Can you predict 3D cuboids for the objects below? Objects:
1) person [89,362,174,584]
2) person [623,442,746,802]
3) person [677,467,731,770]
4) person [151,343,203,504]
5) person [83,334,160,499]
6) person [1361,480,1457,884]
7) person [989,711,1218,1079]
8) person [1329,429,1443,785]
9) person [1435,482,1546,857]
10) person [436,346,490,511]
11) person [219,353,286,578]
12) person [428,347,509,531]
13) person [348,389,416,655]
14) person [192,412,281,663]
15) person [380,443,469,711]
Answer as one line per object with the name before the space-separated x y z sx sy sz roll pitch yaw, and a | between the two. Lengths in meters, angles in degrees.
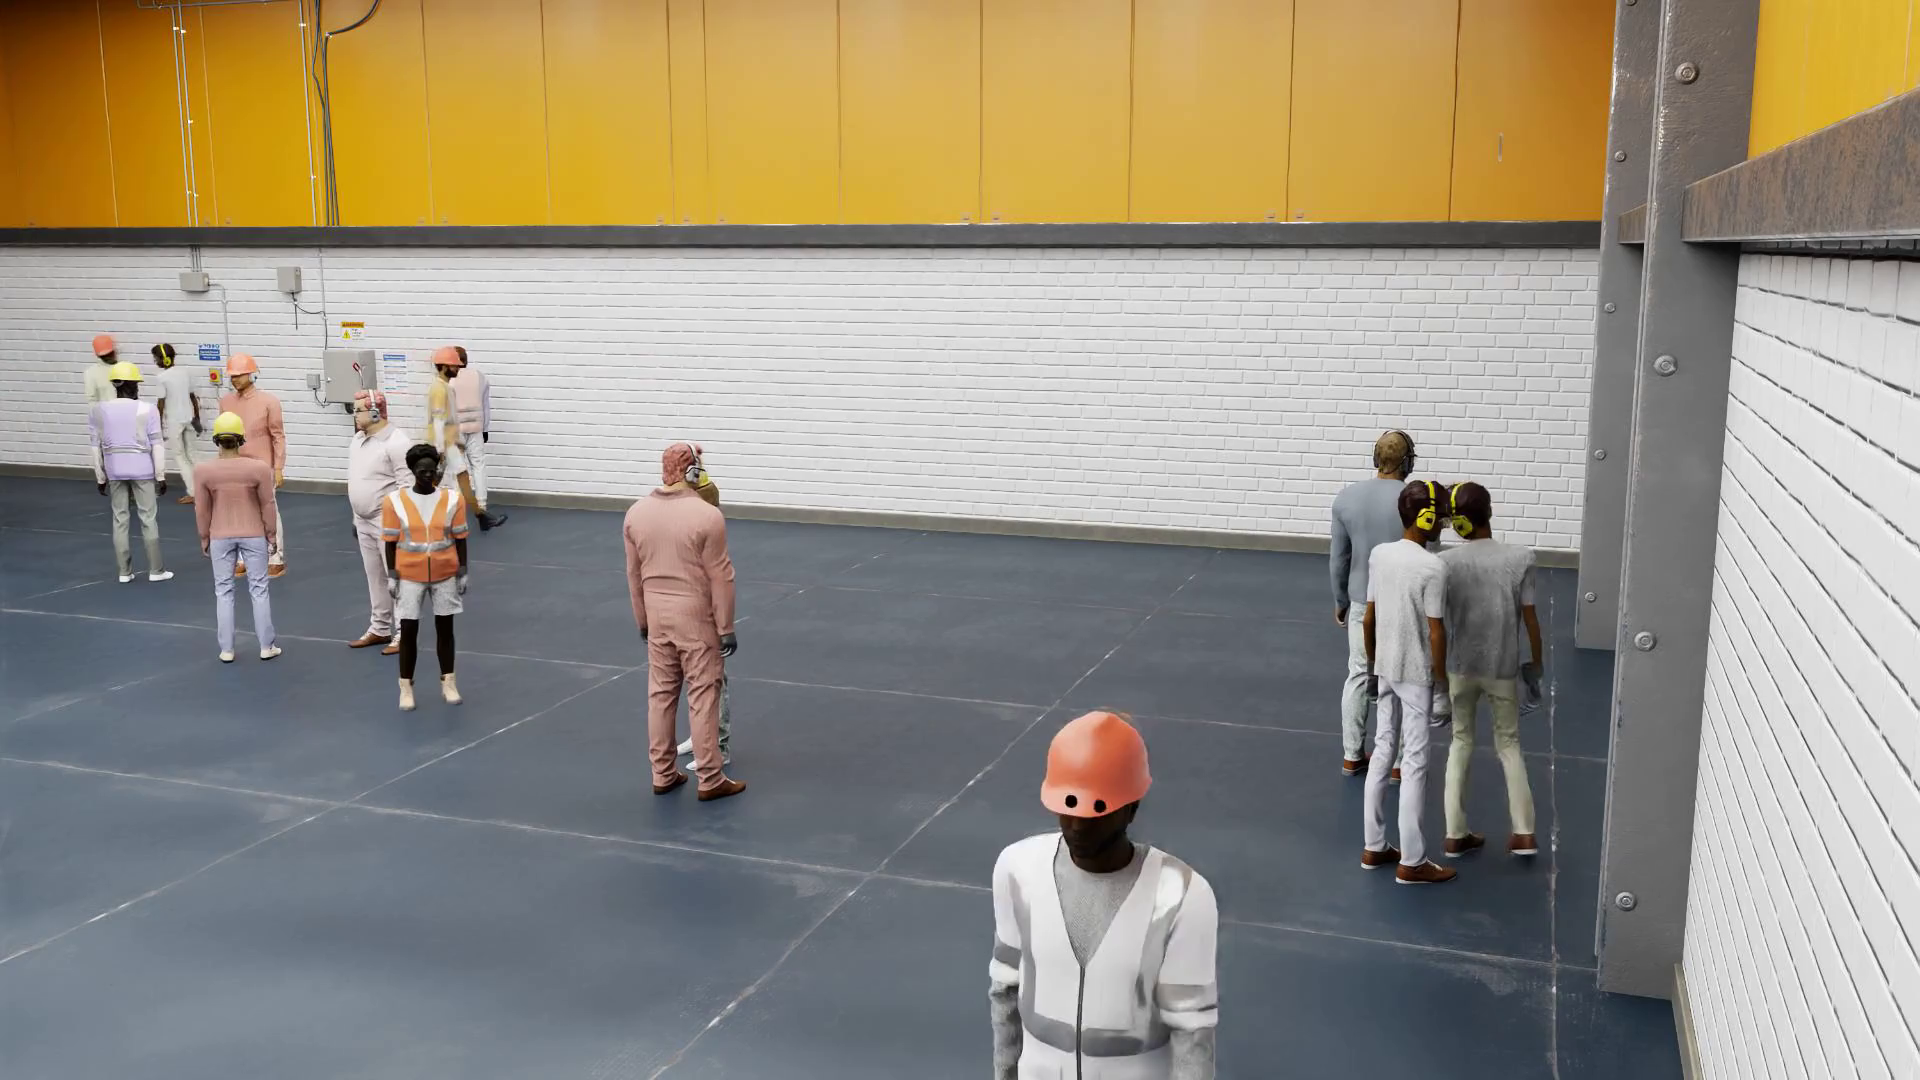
person | -7.176 -0.576 14.394 0.589 1.923 0.383 -1 10 -7
person | -1.439 0.429 8.800 0.636 1.902 0.405 5 11 27
person | -1.486 0.417 9.331 0.309 1.737 0.484 -5 11 -25
person | -8.806 -1.305 18.775 0.360 1.835 0.593 3 11 18
person | -9.434 -1.341 18.644 0.461 1.944 0.700 6 12 29
person | 2.071 0.646 7.683 0.335 1.865 0.521 -5 11 -26
person | 0.289 1.319 3.818 0.583 1.883 0.985 4 11 21
person | 2.324 0.362 9.065 0.636 1.938 0.358 8 13 38
person | 2.520 0.632 7.873 0.628 1.829 0.419 4 11 19
person | -5.405 -1.183 18.051 0.621 1.842 0.429 -8 13 -39
person | -6.229 -0.647 14.599 0.622 1.989 0.402 2 10 12
person | -5.095 -1.006 16.878 0.948 1.893 0.566 -3 11 -18
person | -4.169 -0.130 11.942 0.643 1.905 0.400 8 13 38
person | -5.066 -0.015 11.670 0.525 1.772 0.306 -3 10 -16
person | -3.375 0.226 10.532 0.538 1.698 0.320 -5 11 -25
